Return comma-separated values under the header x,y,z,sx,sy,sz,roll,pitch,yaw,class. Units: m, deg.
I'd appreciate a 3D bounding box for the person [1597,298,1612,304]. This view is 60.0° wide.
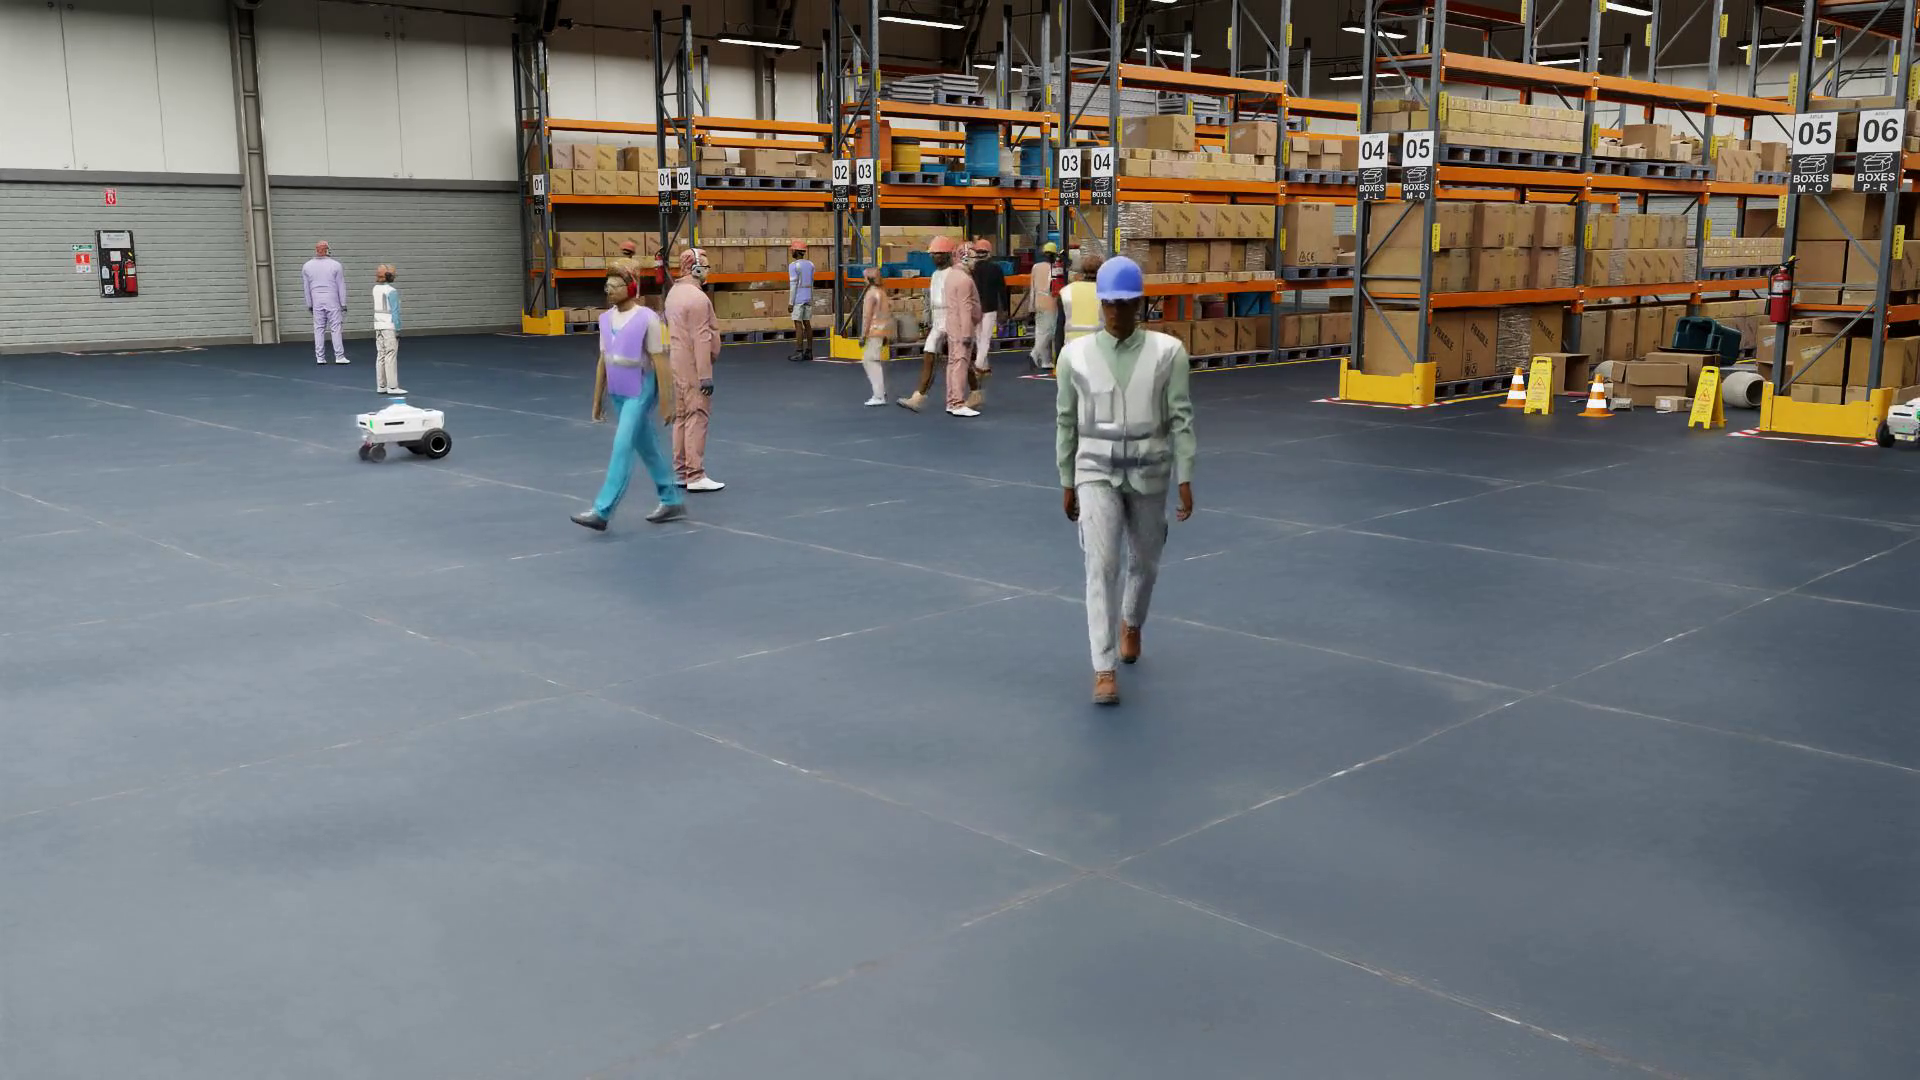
x,y,z,sx,sy,sz,roll,pitch,yaw,class
12.193,-4.512,31.177,0.513,1.613,0.742,7,12,32,person

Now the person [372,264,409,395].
x,y,z,sx,sy,sz,roll,pitch,yaw,class
-7.240,-2.660,21.033,0.515,1.640,0.308,10,14,42,person

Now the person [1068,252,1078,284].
x,y,z,sx,sy,sz,roll,pitch,yaw,class
1.762,-3.904,27.535,0.367,1.750,0.544,-10,14,-42,person

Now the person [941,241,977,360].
x,y,z,sx,sy,sz,roll,pitch,yaw,class
0.025,-3.858,26.831,0.665,1.912,0.543,-8,13,-37,person

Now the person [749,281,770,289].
x,y,z,sx,sy,sz,roll,pitch,yaw,class
-4.224,-5.236,34.385,0.631,1.892,0.958,7,13,35,person

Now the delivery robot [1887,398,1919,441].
x,y,z,sx,sy,sz,roll,pitch,yaw,class
9.143,-1.176,15.756,0.707,0.478,0.477,-5,12,-27,delivery robot

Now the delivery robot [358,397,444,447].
x,y,z,sx,sy,sz,roll,pitch,yaw,class
-5.064,-1.051,15.073,0.707,0.478,0.477,-8,13,-38,delivery robot

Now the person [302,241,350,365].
x,y,z,sx,sy,sz,roll,pitch,yaw,class
-9.870,-3.694,25.938,0.642,1.908,0.408,0,10,0,person

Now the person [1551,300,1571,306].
x,y,z,sx,sy,sz,roll,pitch,yaw,class
10.107,-4.053,27.911,0.469,1.896,0.631,-5,11,-24,person

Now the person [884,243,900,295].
x,y,z,sx,sy,sz,roll,pitch,yaw,class
-1.495,-5.544,36.254,0.403,1.825,0.586,-7,12,-32,person

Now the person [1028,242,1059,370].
x,y,z,sx,sy,sz,roll,pitch,yaw,class
1.250,-3.479,24.774,0.651,1.902,0.596,-10,14,-42,person

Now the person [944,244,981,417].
x,y,z,sx,sy,sz,roll,pitch,yaw,class
0.043,-2.337,18.566,0.403,1.901,0.637,-3,11,-14,person

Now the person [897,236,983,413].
x,y,z,sx,sy,sz,roll,pitch,yaw,class
-0.190,-2.449,18.944,1.079,1.994,0.617,-6,12,-31,person

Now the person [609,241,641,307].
x,y,z,sx,sy,sz,roll,pitch,yaw,class
-6.213,-4.569,30.776,0.607,1.892,0.807,0,10,-2,person

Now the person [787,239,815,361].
x,y,z,sx,sy,sz,roll,pitch,yaw,class
-2.574,-3.863,26.762,0.352,1.941,0.545,7,13,34,person

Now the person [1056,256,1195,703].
x,y,z,sx,sy,sz,roll,pitch,yaw,class
0.732,-0.304,7.444,0.606,1.924,0.915,0,10,2,person

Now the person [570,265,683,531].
x,y,z,sx,sy,sz,roll,pitch,yaw,class
-2.298,-0.978,11.425,0.584,1.790,0.988,9,14,42,person

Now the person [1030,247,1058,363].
x,y,z,sx,sy,sz,roll,pitch,yaw,class
1.406,-3.756,26.446,0.607,1.861,0.580,-1,10,-8,person

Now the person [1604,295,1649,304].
x,y,z,sx,sy,sz,roll,pitch,yaw,class
11.183,-4.061,27.913,0.683,1.906,0.801,1,10,5,person

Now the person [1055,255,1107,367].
x,y,z,sx,sy,sz,roll,pitch,yaw,class
1.257,-1.744,15.566,0.666,1.807,0.852,4,11,19,person

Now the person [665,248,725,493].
x,y,z,sx,sy,sz,roll,pitch,yaw,class
-2.088,-1.342,13.153,0.402,1.899,0.636,-5,11,-25,person

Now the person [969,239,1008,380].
x,y,z,sx,sy,sz,roll,pitch,yaw,class
0.332,-3.234,23.338,0.613,1.950,1.002,4,11,23,person

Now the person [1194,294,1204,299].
x,y,z,sx,sy,sz,roll,pitch,yaw,class
5.246,-5.637,36.809,0.584,1.812,0.614,-7,12,-32,person

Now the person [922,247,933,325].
x,y,z,sx,sy,sz,roll,pitch,yaw,class
-0.511,-4.855,32.491,0.404,1.826,0.587,-9,14,-39,person

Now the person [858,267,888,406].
x,y,z,sx,sy,sz,roll,pitch,yaw,class
-1.038,-2.392,19.611,0.400,1.627,0.523,2,11,12,person
